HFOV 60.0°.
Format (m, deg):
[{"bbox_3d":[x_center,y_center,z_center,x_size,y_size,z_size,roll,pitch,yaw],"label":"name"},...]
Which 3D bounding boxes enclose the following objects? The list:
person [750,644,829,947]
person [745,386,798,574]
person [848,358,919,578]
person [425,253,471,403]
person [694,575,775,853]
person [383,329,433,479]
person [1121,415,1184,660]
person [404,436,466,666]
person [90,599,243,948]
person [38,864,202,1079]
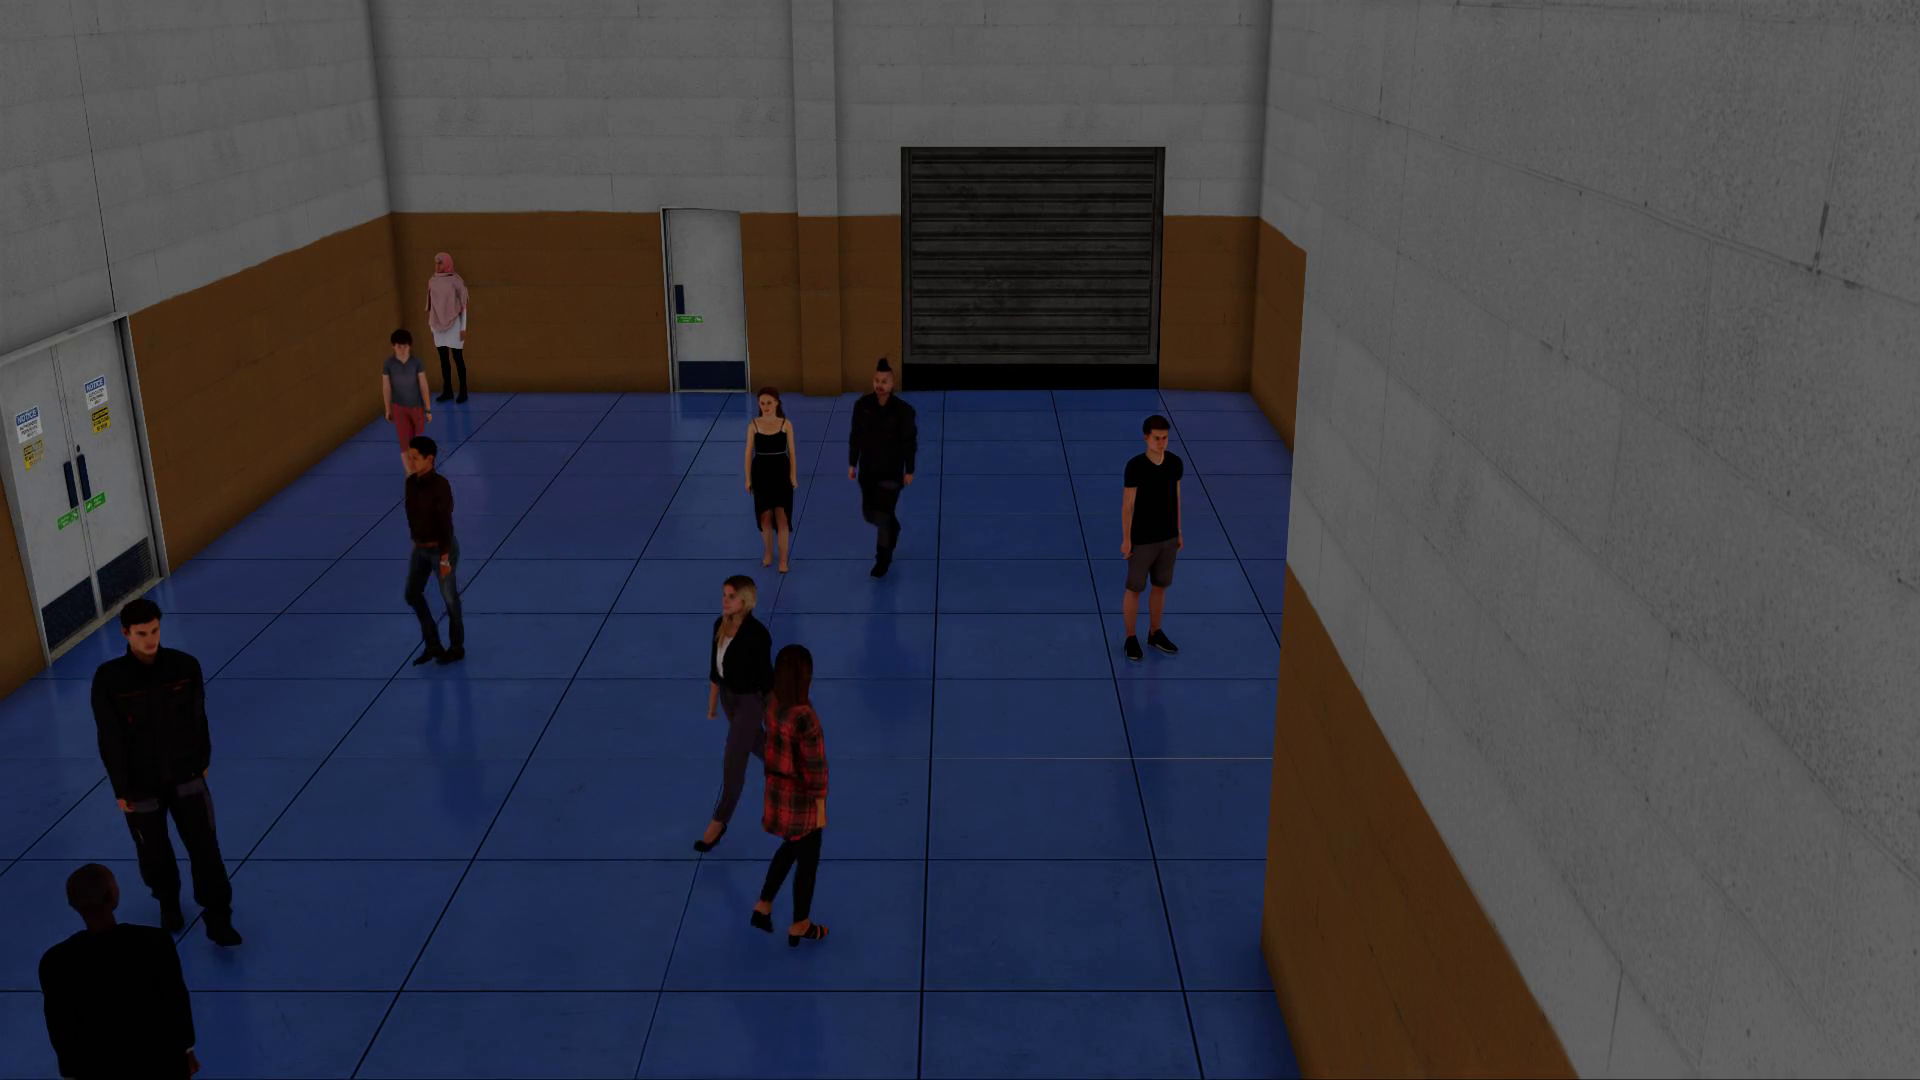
[{"bbox_3d":[-0.925,1.365,8.598,0.859,1.687,0.801,-15,23,-37],"label":"person"},{"bbox_3d":[-1.619,-0.558,14.411,0.708,1.616,0.675,-2,19,-6],"label":"person"},{"bbox_3d":[-0.651,-0.654,14.315,1.177,1.836,1.114,9,20,24],"label":"person"},{"bbox_3d":[-6.175,-2.565,20.071,0.608,1.804,0.747,4,19,12],"label":"person"},{"bbox_3d":[-1.200,0.993,9.805,1.098,1.621,1.031,-17,25,-42],"label":"person"},{"bbox_3d":[-5.511,-1.302,16.621,1.187,1.601,0.943,-6,20,-18],"label":"person"},{"bbox_3d":[1.447,-0.045,12.506,0.671,1.861,0.825,-9,20,-24],"label":"person"},{"bbox_3d":[-3.818,0.115,12.335,0.770,1.668,0.864,11,22,30],"label":"person"},{"bbox_3d":[-4.248,1.188,8.768,1.116,1.913,1.119,-13,23,-33],"label":"person"},{"bbox_3d":[-3.214,2.054,6.437,0.636,1.762,0.780,-8,20,-21],"label":"person"}]
